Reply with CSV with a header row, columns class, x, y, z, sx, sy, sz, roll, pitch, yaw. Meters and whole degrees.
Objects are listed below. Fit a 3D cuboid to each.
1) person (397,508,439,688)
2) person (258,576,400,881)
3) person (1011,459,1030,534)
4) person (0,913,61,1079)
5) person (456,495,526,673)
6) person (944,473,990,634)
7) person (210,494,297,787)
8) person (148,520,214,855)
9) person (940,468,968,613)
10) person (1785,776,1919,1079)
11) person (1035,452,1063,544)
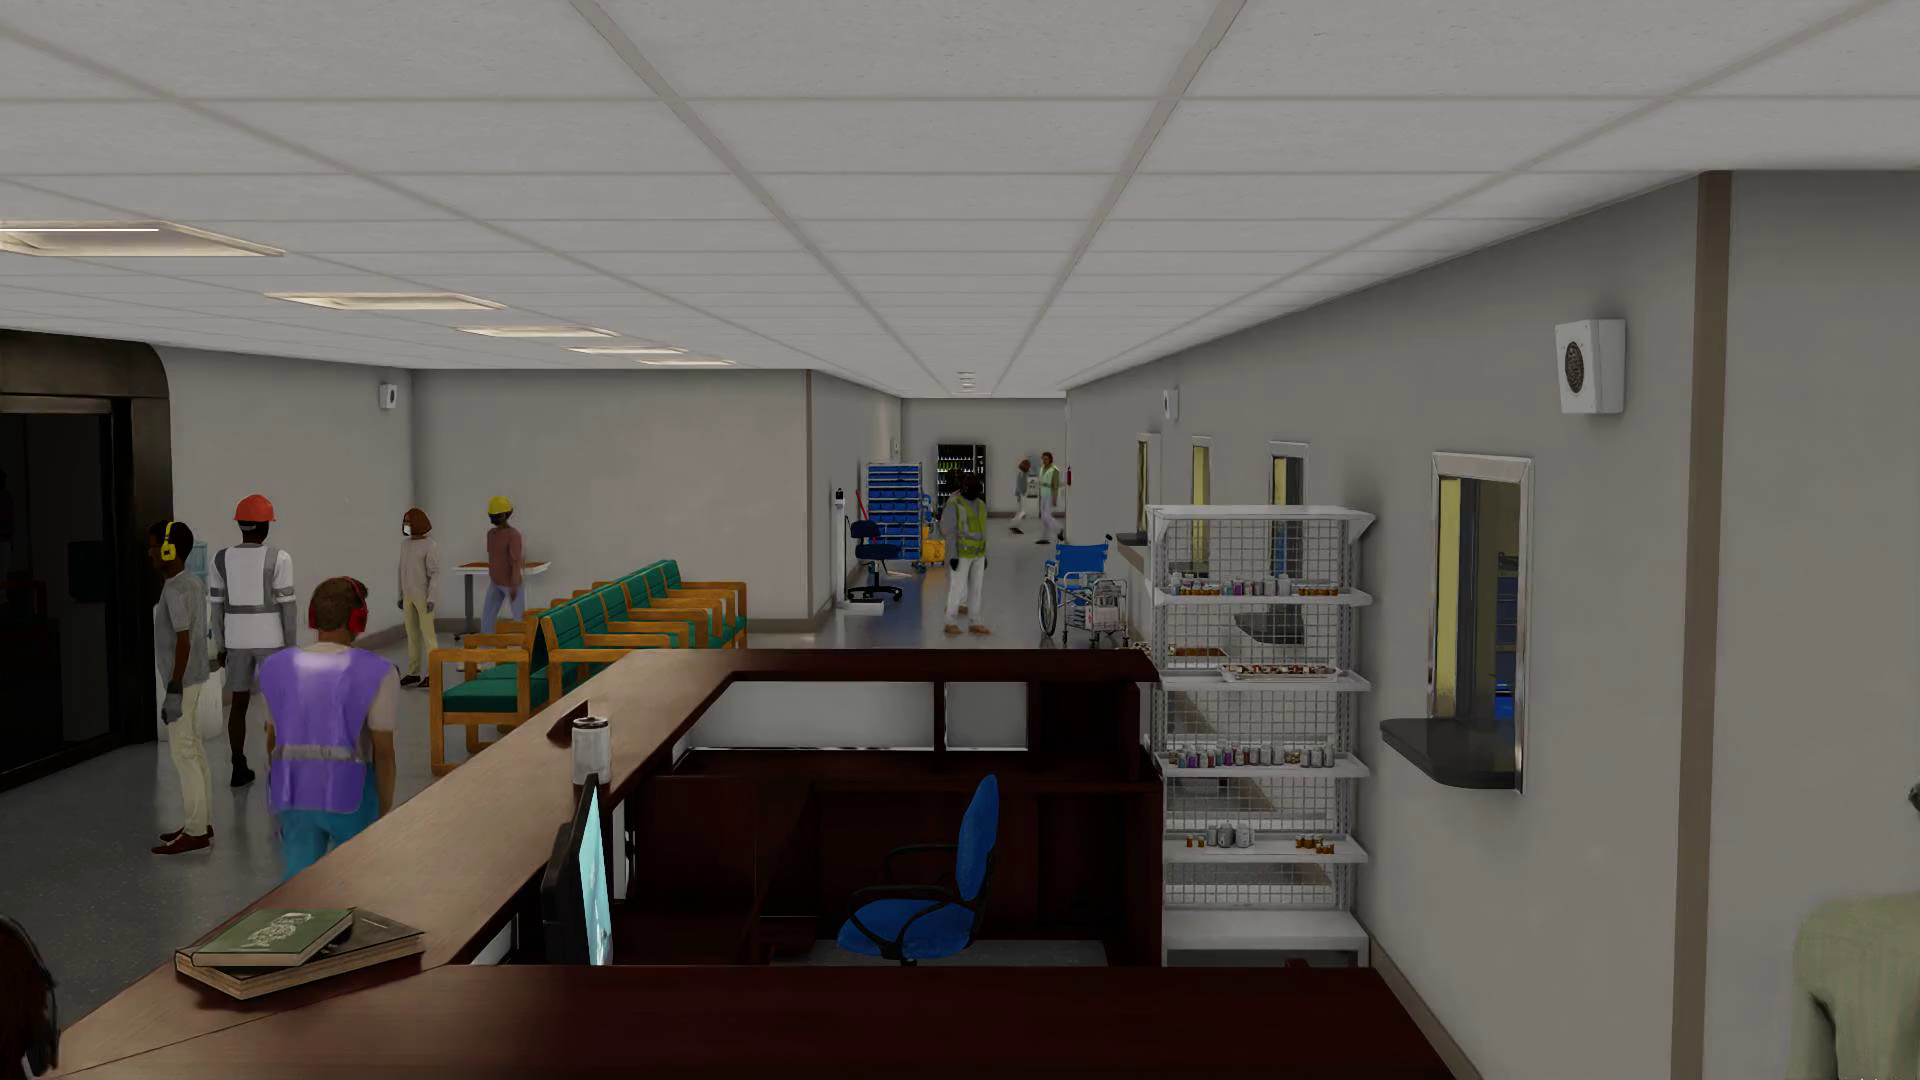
class,x,y,z,sx,sy,sz,roll,pitch,yaw
person,-4.930,0.527,15.103,0.497,1.633,0.285,3,5,33
person,-2.466,1.048,6.650,0.573,1.802,0.901,0,4,0
person,1.306,-0.927,35.654,0.410,1.604,0.501,1,4,8
person,-1.197,1.362,2.047,0.632,1.836,0.429,-2,5,-27
person,-4.394,0.419,16.057,0.535,1.716,0.921,3,5,39
person,0.097,0.158,18.917,0.631,1.846,0.430,-4,6,-44
person,-4.664,0.667,11.038,0.551,1.937,0.357,0,4,-1
person,-4.392,0.821,9.344,0.312,1.869,0.537,-1,4,-15
person,-0.041,0.013,20.983,0.431,1.836,0.619,0,4,-7
person,1.651,1.238,2.696,0.414,1.998,0.626,-3,5,-33
person,1.750,-0.822,32.647,0.469,1.830,0.632,-2,5,-30
